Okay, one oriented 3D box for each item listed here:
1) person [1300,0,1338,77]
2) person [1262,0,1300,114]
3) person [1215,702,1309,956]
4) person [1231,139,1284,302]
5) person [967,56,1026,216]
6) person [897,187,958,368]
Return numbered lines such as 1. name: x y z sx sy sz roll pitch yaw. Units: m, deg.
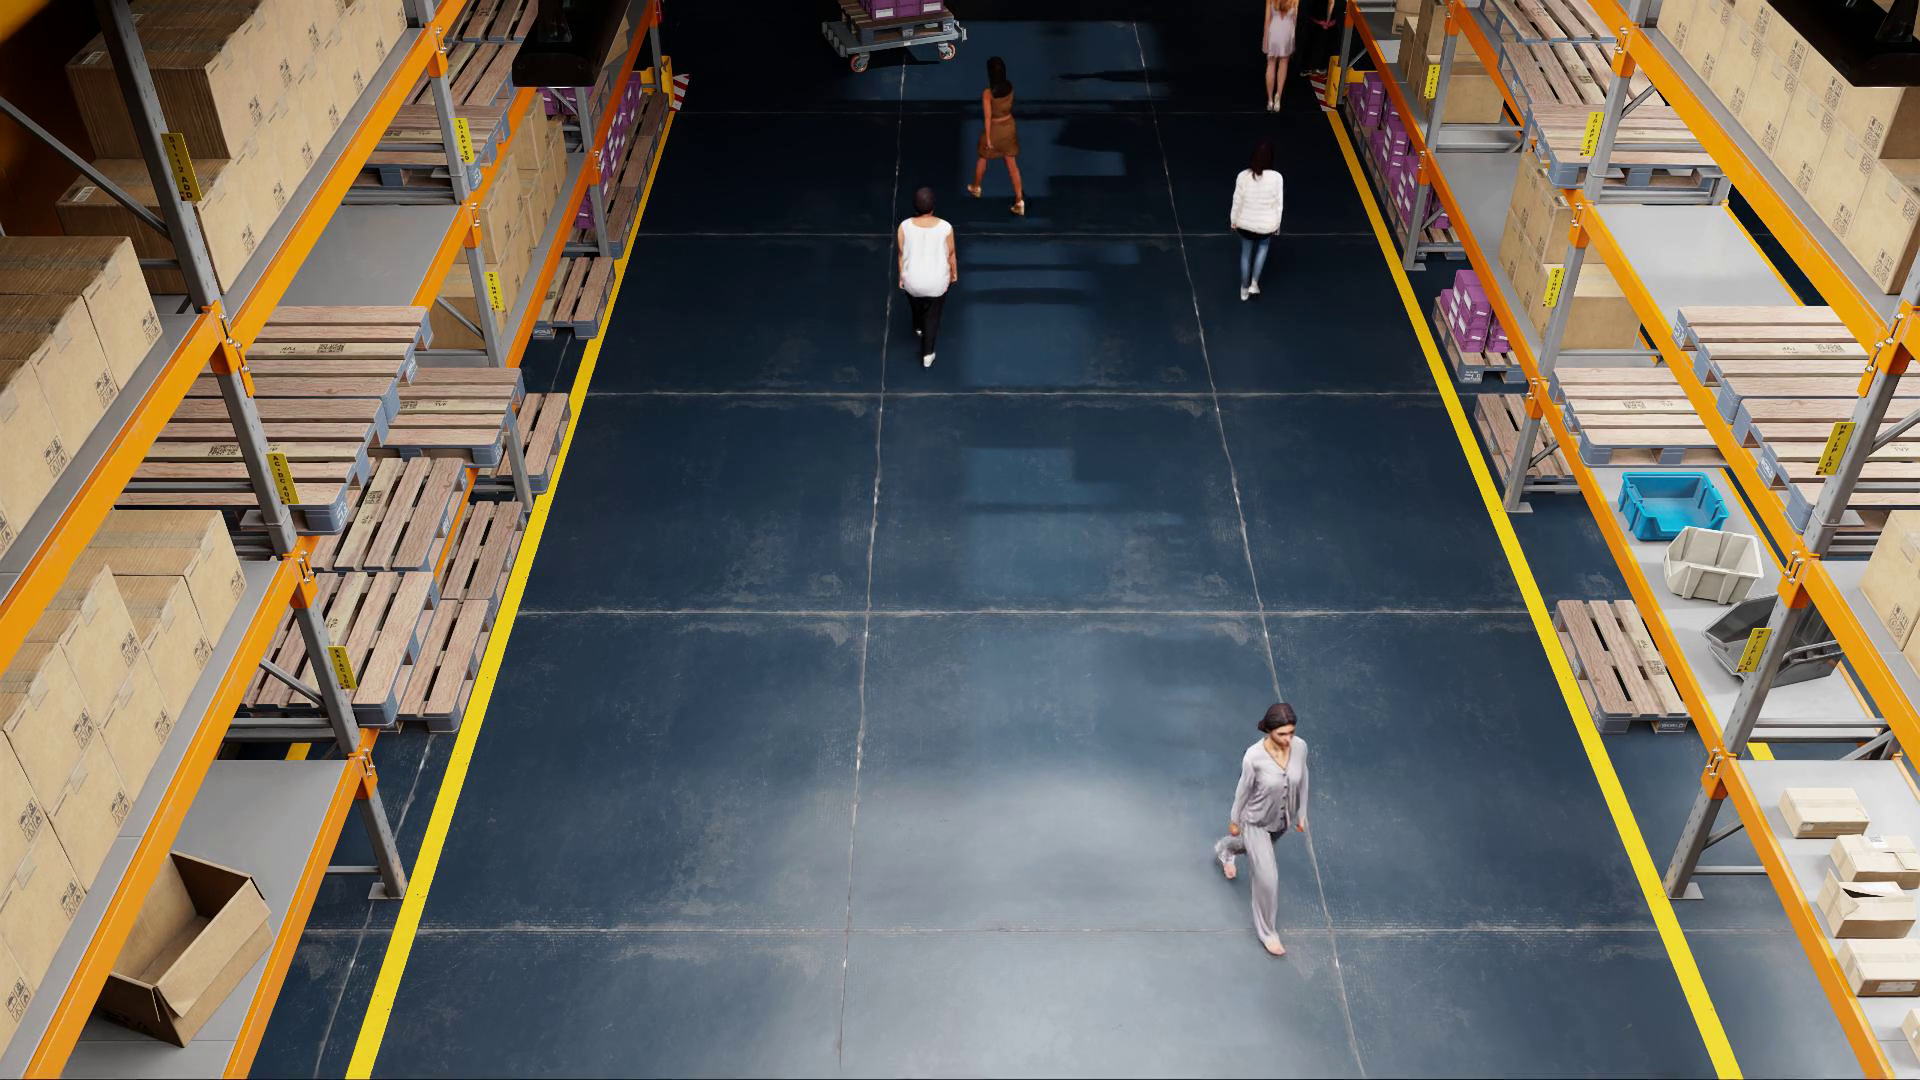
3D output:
1. person: 4.309 -6.321 20.037 0.761 1.539 0.694 -23 44 -26
2. person: 3.657 -5.679 19.062 0.639 1.753 0.870 5 39 6
3. person: 1.791 1.602 9.960 0.888 1.735 1.165 -15 41 -18
4. person: 2.811 -2.996 15.800 0.692 1.632 0.648 8 39 10
5. person: 0.468 -4.147 17.231 0.964 1.644 1.121 -25 45 -28
6. person: -0.323 -2.339 14.957 0.751 1.657 1.032 5 39 6
